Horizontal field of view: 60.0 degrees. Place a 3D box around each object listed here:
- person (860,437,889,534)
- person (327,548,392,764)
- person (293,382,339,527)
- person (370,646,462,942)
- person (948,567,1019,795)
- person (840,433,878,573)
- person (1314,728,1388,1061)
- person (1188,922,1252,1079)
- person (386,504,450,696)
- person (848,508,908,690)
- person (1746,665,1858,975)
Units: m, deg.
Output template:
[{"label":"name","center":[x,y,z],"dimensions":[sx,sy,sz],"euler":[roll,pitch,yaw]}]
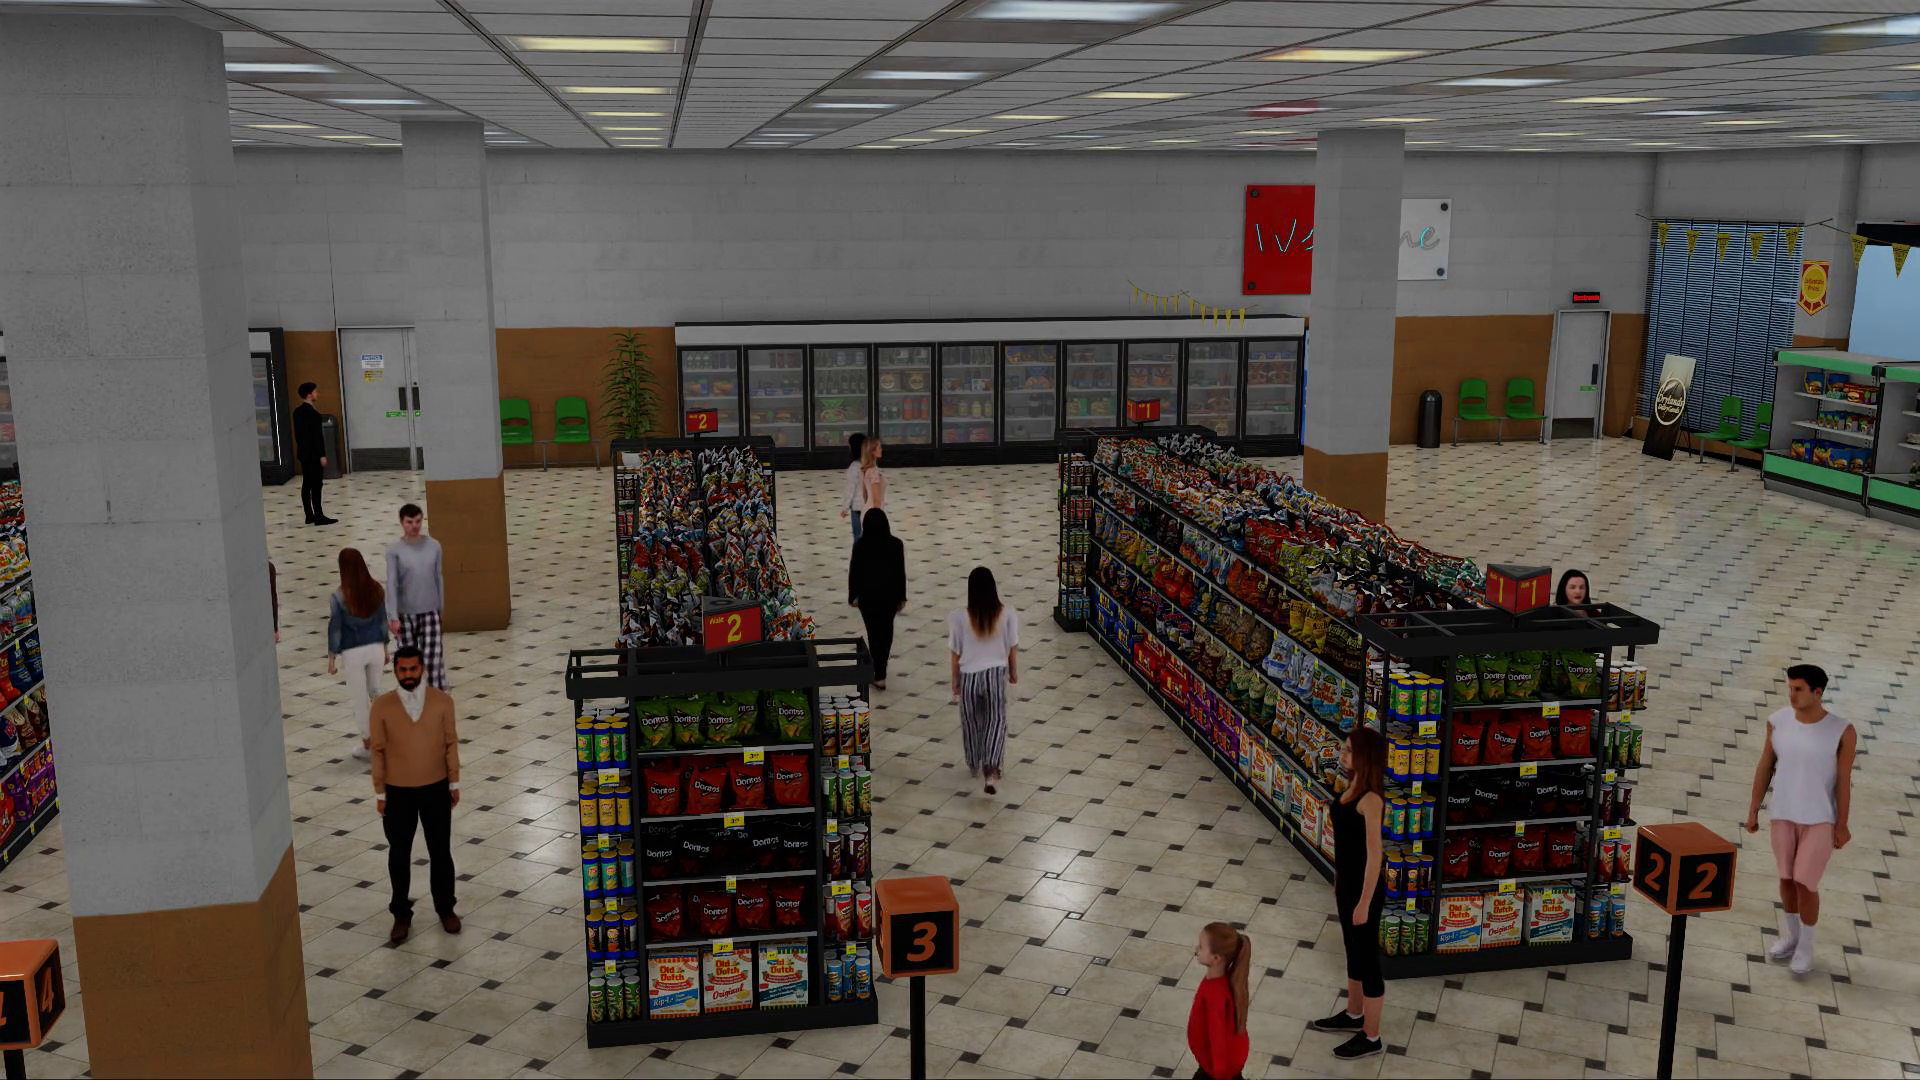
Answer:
[{"label":"person","center":[-0.945,-0.193,17.639],"dimensions":[0.662,1.830,0.481],"euler":[-4,12,-18]},{"label":"person","center":[-4.543,0.901,12.773],"dimensions":[0.826,1.695,0.775],"euler":[10,16,40]},{"label":"person","center":[-8.596,-1.149,22.021],"dimensions":[0.773,1.894,0.849],"euler":[10,15,38]},{"label":"person","center":[-3.226,1.479,9.881],"dimensions":[0.710,1.755,0.669],"euler":[-5,13,-23]},{"label":"person","center":[0.182,1.048,12.198],"dimensions":[0.827,1.644,1.139],"euler":[1,12,3]},{"label":"person","center":[-1.089,-0.422,19.208],"dimensions":[0.834,1.631,0.755],"euler":[7,14,30]},{"label":"person","center":[2.048,1.784,8.504],"dimensions":[0.647,1.726,0.488],"euler":[-1,12,-3]},{"label":"person","center":[1.190,2.287,7.256],"dimensions":[0.828,1.255,0.914],"euler":[3,12,16]},{"label":"person","center":[-4.578,0.605,13.938],"dimensions":[0.917,1.793,1.285],"euler":[-6,13,-27]},{"label":"person","center":[-0.703,0.540,14.753],"dimensions":[0.722,1.584,0.997],"euler":[-4,12,-17]},{"label":"person","center":[4.859,1.560,9.483],"dimensions":[0.848,1.761,0.762],"euler":[-8,15,-35]}]
